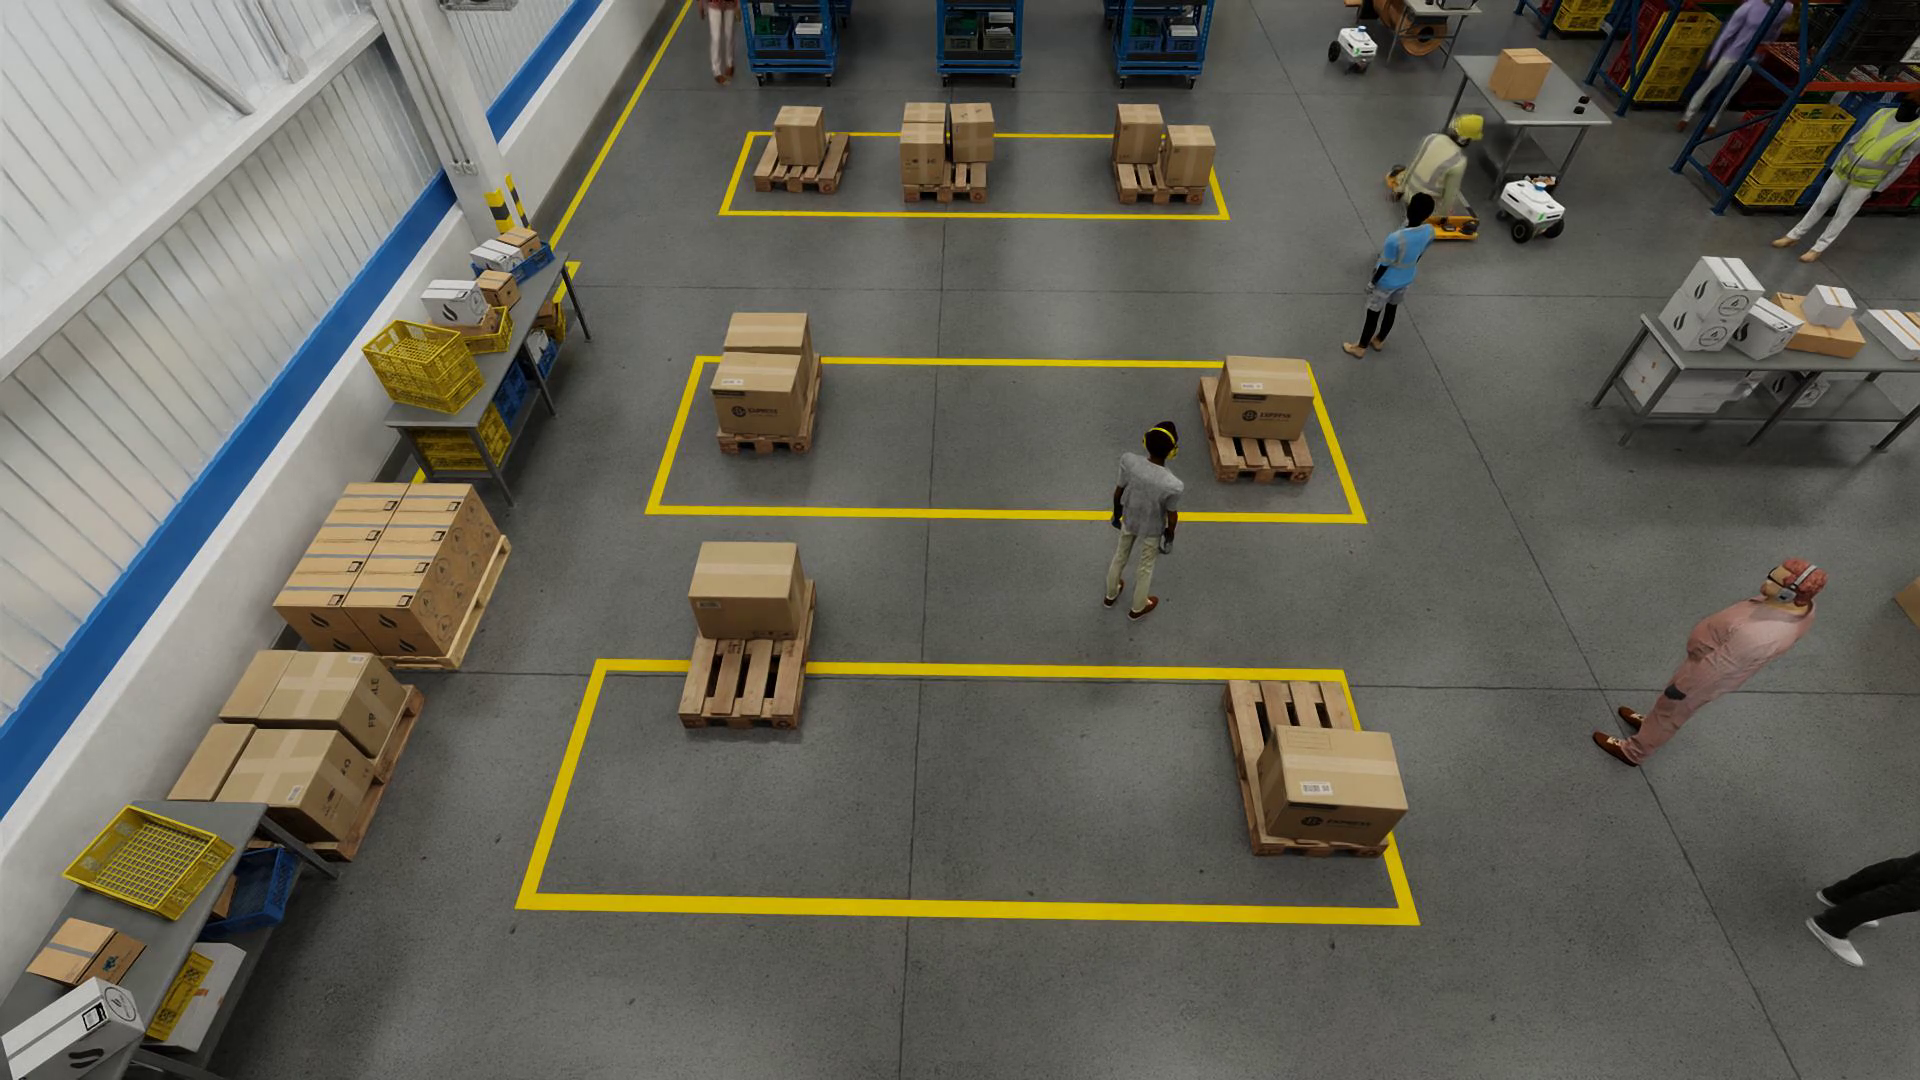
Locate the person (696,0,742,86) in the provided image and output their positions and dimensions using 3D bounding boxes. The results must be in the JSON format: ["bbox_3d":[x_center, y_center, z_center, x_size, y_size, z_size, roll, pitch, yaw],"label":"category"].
[{"bbox_3d":[-3.356,-7.493,12.908,0.663,1.934,0.721,-12,50,-10],"label":"person"}]

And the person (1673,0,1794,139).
[{"bbox_3d":[10.014,-6.195,11.800,0.643,1.919,0.448,6,49,5],"label":"person"}]

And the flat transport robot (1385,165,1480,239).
[{"bbox_3d":[5.692,-4.094,11.059,0.652,0.197,1.431,1,49,1],"label":"flat transport robot"}]

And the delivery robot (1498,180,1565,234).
[{"bbox_3d":[6.641,-3.907,10.651,0.477,0.478,0.707,-12,50,-10],"label":"delivery robot"}]

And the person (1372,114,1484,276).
[{"bbox_3d":[4.913,-3.585,9.625,0.651,1.784,0.596,-11,50,-9],"label":"person"}]

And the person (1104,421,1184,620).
[{"bbox_3d":[1.315,-0.116,6.563,0.515,1.876,0.328,30,55,23],"label":"person"}]

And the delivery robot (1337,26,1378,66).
[{"bbox_3d":[5.924,-7.391,13.666,0.477,0.478,0.707,-5,49,-5],"label":"delivery robot"}]

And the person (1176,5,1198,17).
[{"bbox_3d":[3.768,-9.295,14.661,0.308,1.638,0.523,-29,55,-23],"label":"person"}]

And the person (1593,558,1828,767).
[{"bbox_3d":[4.712,0.787,5.768,0.630,1.899,0.402,-26,54,-21],"label":"person"}]

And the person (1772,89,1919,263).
[{"bbox_3d":[9.657,-3.908,9.866,0.430,1.845,0.619,-16,51,-13],"label":"person"}]

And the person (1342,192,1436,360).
[{"bbox_3d":[4.115,-2.491,8.734,0.536,1.696,0.318,-21,52,-17],"label":"person"}]

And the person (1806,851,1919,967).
[{"bbox_3d":[5.393,1.728,4.938,0.597,1.916,0.371,-34,57,-26],"label":"person"}]
